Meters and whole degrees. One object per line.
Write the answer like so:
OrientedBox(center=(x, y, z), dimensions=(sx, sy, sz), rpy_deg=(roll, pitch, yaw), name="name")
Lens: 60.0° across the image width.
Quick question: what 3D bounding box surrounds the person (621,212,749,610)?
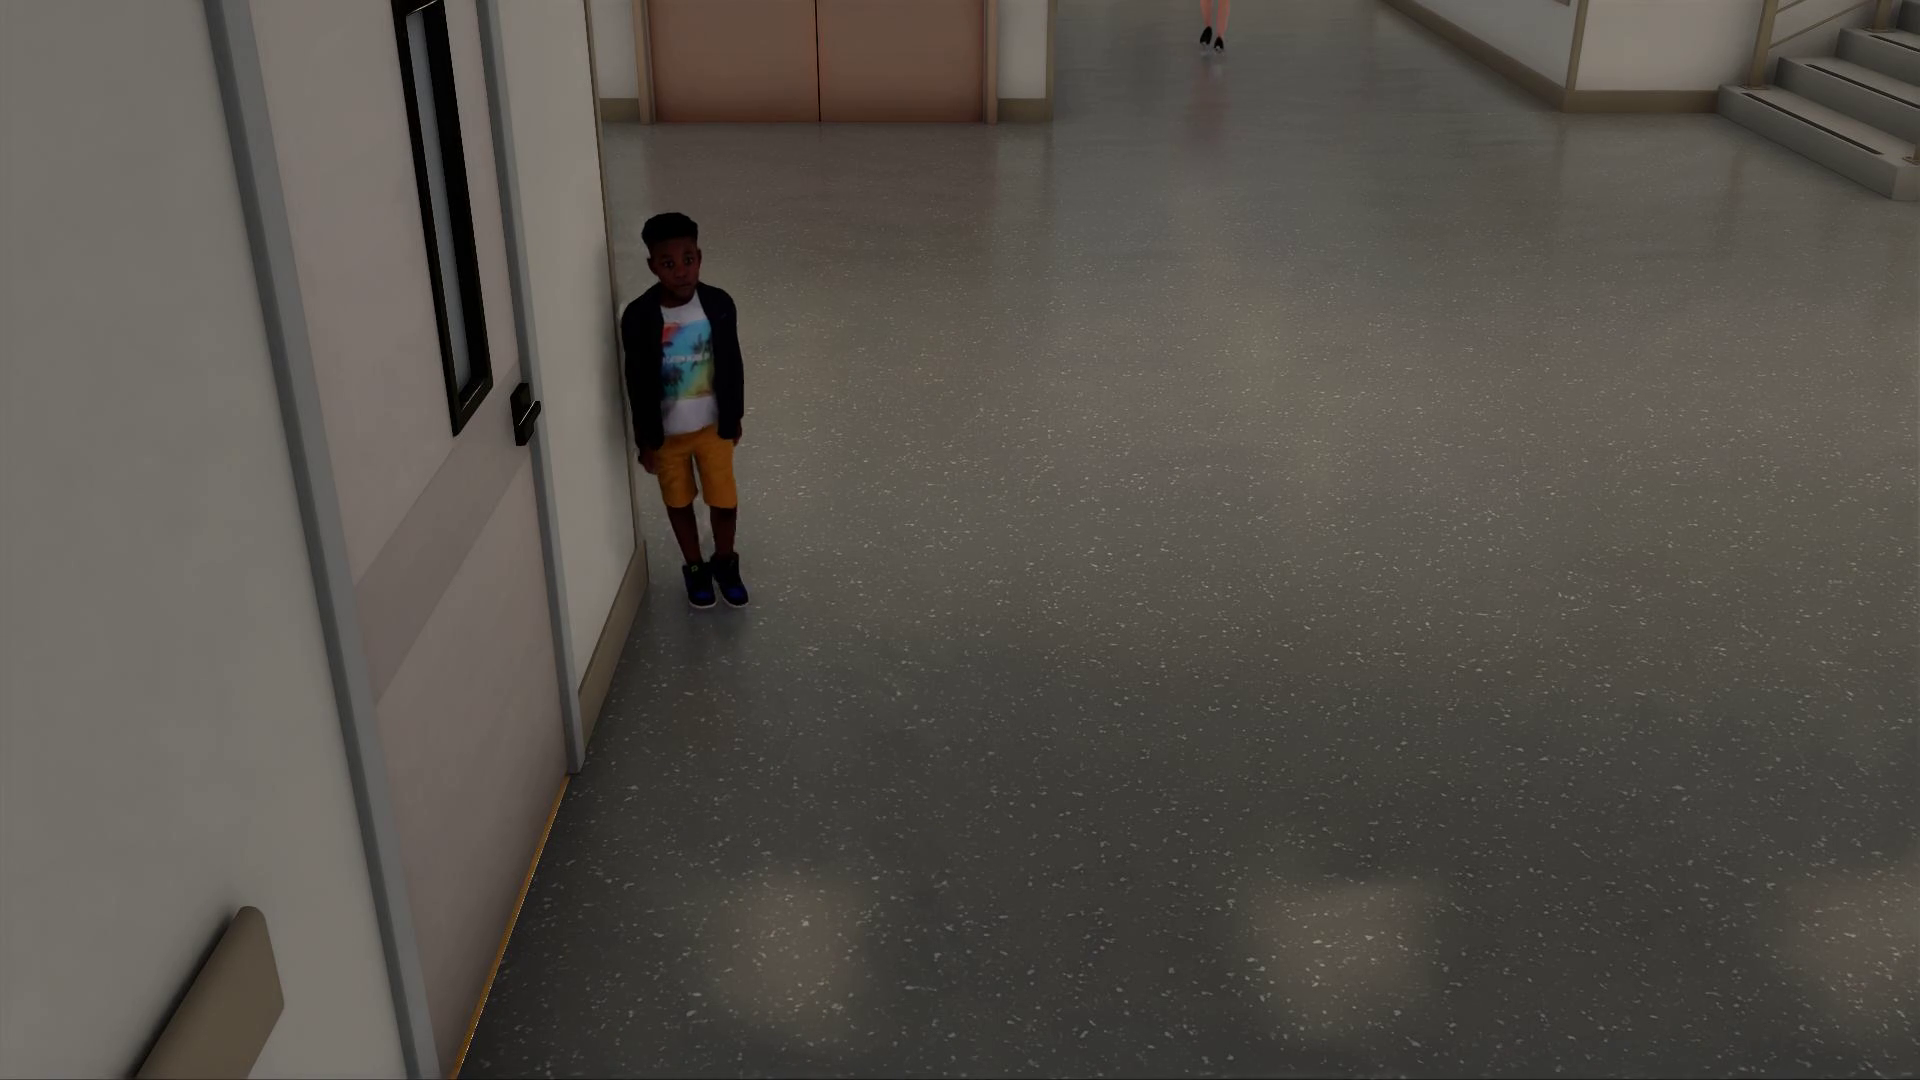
OrientedBox(center=(-0.848, -0.400, 5.096), dimensions=(0.533, 1.260, 0.631), rpy_deg=(-8, 27, -16), name="person")
